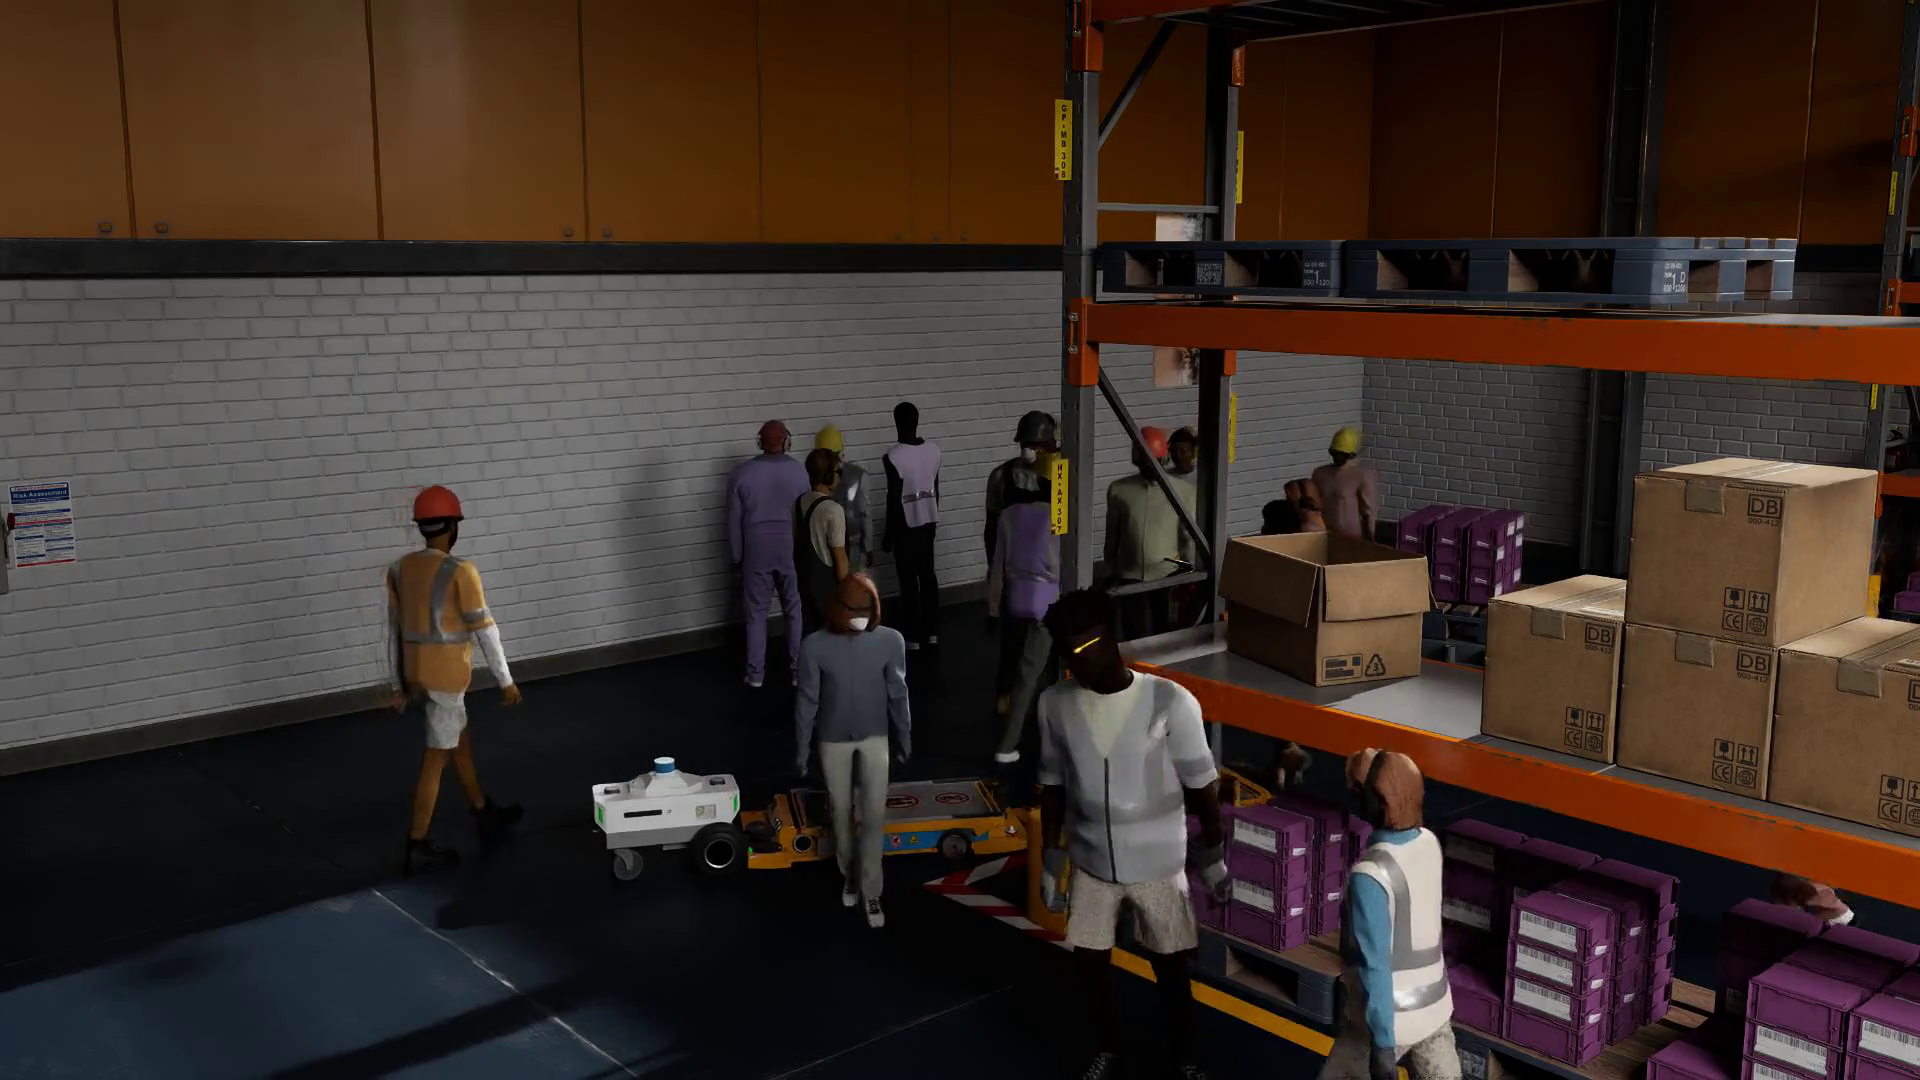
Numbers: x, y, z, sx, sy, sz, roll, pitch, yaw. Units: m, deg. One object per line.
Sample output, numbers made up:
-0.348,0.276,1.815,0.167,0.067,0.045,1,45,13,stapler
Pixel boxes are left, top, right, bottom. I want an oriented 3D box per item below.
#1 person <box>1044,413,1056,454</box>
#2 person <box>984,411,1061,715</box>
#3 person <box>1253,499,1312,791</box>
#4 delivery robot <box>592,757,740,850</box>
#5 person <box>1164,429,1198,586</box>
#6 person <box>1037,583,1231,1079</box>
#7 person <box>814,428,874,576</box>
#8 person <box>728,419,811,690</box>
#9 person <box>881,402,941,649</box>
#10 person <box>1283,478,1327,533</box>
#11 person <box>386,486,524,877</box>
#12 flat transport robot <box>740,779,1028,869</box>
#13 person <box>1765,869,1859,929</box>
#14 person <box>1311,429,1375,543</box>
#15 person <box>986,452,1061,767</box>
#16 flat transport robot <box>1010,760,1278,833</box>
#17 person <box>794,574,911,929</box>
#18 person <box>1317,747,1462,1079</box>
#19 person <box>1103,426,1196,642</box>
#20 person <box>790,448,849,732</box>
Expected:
0.625,-0.065,12.850,0.517,1.854,0.669,-3,10,-19,person
0.495,0.159,10.946,0.690,2.000,0.538,1,10,6,person
1.829,0.618,9.300,0.544,1.678,0.553,-5,11,-27,person
-1.458,1.319,8.226,0.707,0.478,0.477,-3,10,-15,delivery robot
1.616,0.096,12.028,0.545,1.798,0.991,4,11,24,person
0.639,1.106,5.762,0.781,1.930,0.393,4,10,21,person
-0.962,0.060,12.299,0.622,1.787,0.742,1,10,3,person
-1.300,0.100,11.722,0.647,1.901,0.398,-1,10,-5,person
-0.370,-0.107,12.869,0.394,1.917,0.590,8,12,38,person
2.214,0.383,10.914,0.835,1.592,0.545,2,10,11,person
-2.506,0.674,8.361,0.586,1.883,0.937,7,12,36,person
-0.399,1.447,8.580,1.431,0.197,0.652,-2,10,-11,flat transport robot
3.617,0.877,7.178,0.487,1.897,0.644,8,13,40,person
2.965,-0.032,13.064,0.945,1.697,0.543,-9,13,-43,person
0.507,0.396,10.084,0.635,1.856,1.024,7,12,35,person
1.044,1.409,8.804,1.431,0.197,0.652,-4,10,-20,flat transport robot
-0.483,0.946,7.573,0.542,1.601,0.664,-1,10,-7,person
1.250,1.402,4.983,0.877,1.583,0.534,8,13,40,person
1.265,0.201,10.992,0.626,1.955,0.870,2,10,12,person
-0.852,0.339,10.468,0.345,1.845,0.508,-9,13,-42,person
